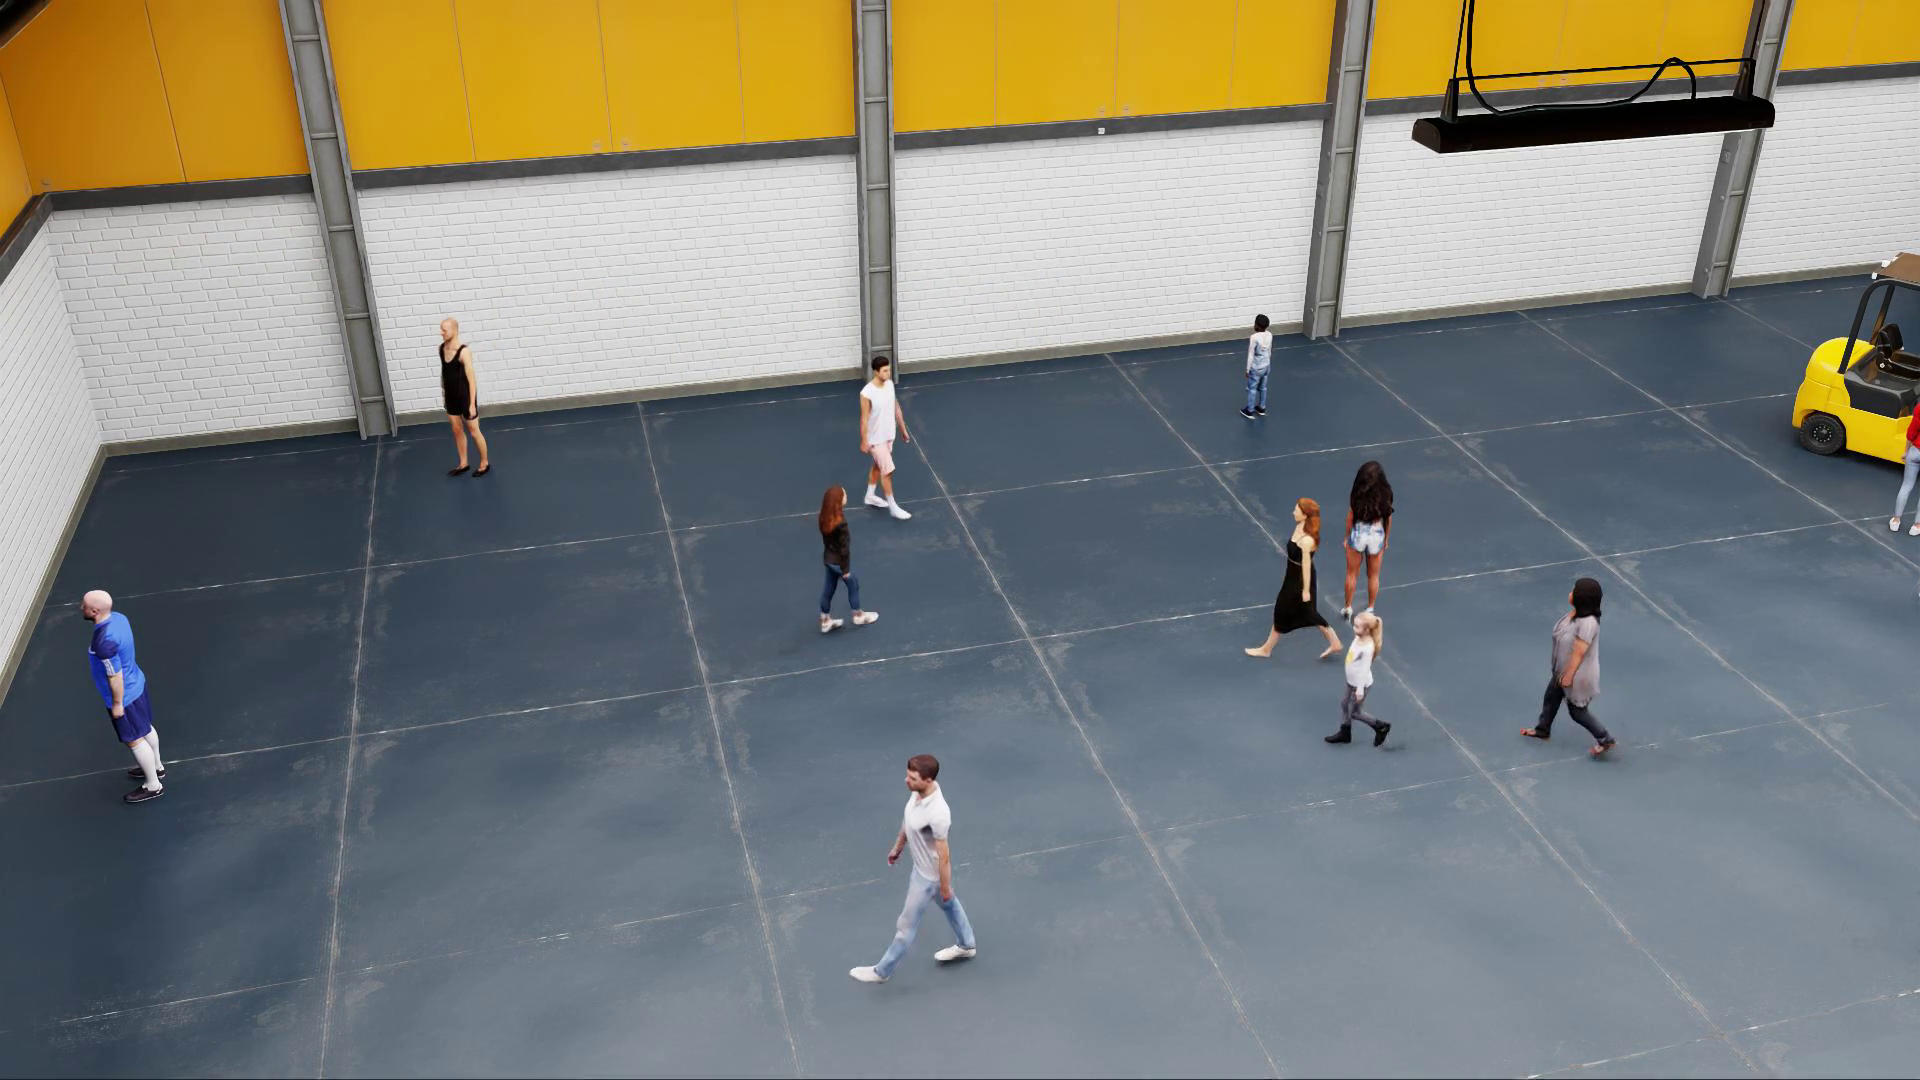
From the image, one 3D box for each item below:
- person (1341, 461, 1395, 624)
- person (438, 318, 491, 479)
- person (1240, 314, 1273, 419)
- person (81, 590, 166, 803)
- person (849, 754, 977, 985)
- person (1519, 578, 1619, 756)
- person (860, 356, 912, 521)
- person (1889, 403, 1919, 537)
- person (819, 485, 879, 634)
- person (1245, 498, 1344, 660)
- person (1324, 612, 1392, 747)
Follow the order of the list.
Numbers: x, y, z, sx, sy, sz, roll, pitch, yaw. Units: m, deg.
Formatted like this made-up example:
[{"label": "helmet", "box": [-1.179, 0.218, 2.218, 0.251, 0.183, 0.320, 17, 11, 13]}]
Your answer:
[{"label": "person", "box": [3.755, 0.024, 15.402, 0.607, 1.621, 0.707, 3, 29, 5]}, {"label": "person", "box": [-5.410, -1.557, 18.096, 0.765, 1.818, 0.819, 16, 33, 27]}, {"label": "person", "box": [3.514, -2.058, 19.598, 0.492, 1.258, 0.582, -17, 33, -28]}, {"label": "person", "box": [-6.559, 1.188, 13.037, 0.560, 1.842, 0.667, -8, 30, -15]}, {"label": "person", "box": [-0.117, 2.198, 11.227, 1.145, 1.803, 0.677, -6, 29, -11]}, {"label": "person", "box": [5.096, 1.057, 13.546, 1.088, 1.585, 0.916, 7, 29, 12]}, {"label": "person", "box": [-0.898, -1.111, 17.338, 1.041, 1.760, 0.995, 16, 33, 27]}, {"label": "person", "box": [9.838, -0.859, 16.936, 0.689, 1.703, 0.712, 21, 35, 33]}, {"label": "person", "box": [-1.184, 0.203, 15.236, 0.869, 1.465, 0.757, -20, 35, -32]}, {"label": "person", "box": [3.128, 0.387, 14.775, 1.175, 1.584, 0.865, 2, 29, 4]}, {"label": "person", "box": [3.338, 1.166, 13.678, 0.783, 1.267, 0.590, -1, 29, -2]}]
